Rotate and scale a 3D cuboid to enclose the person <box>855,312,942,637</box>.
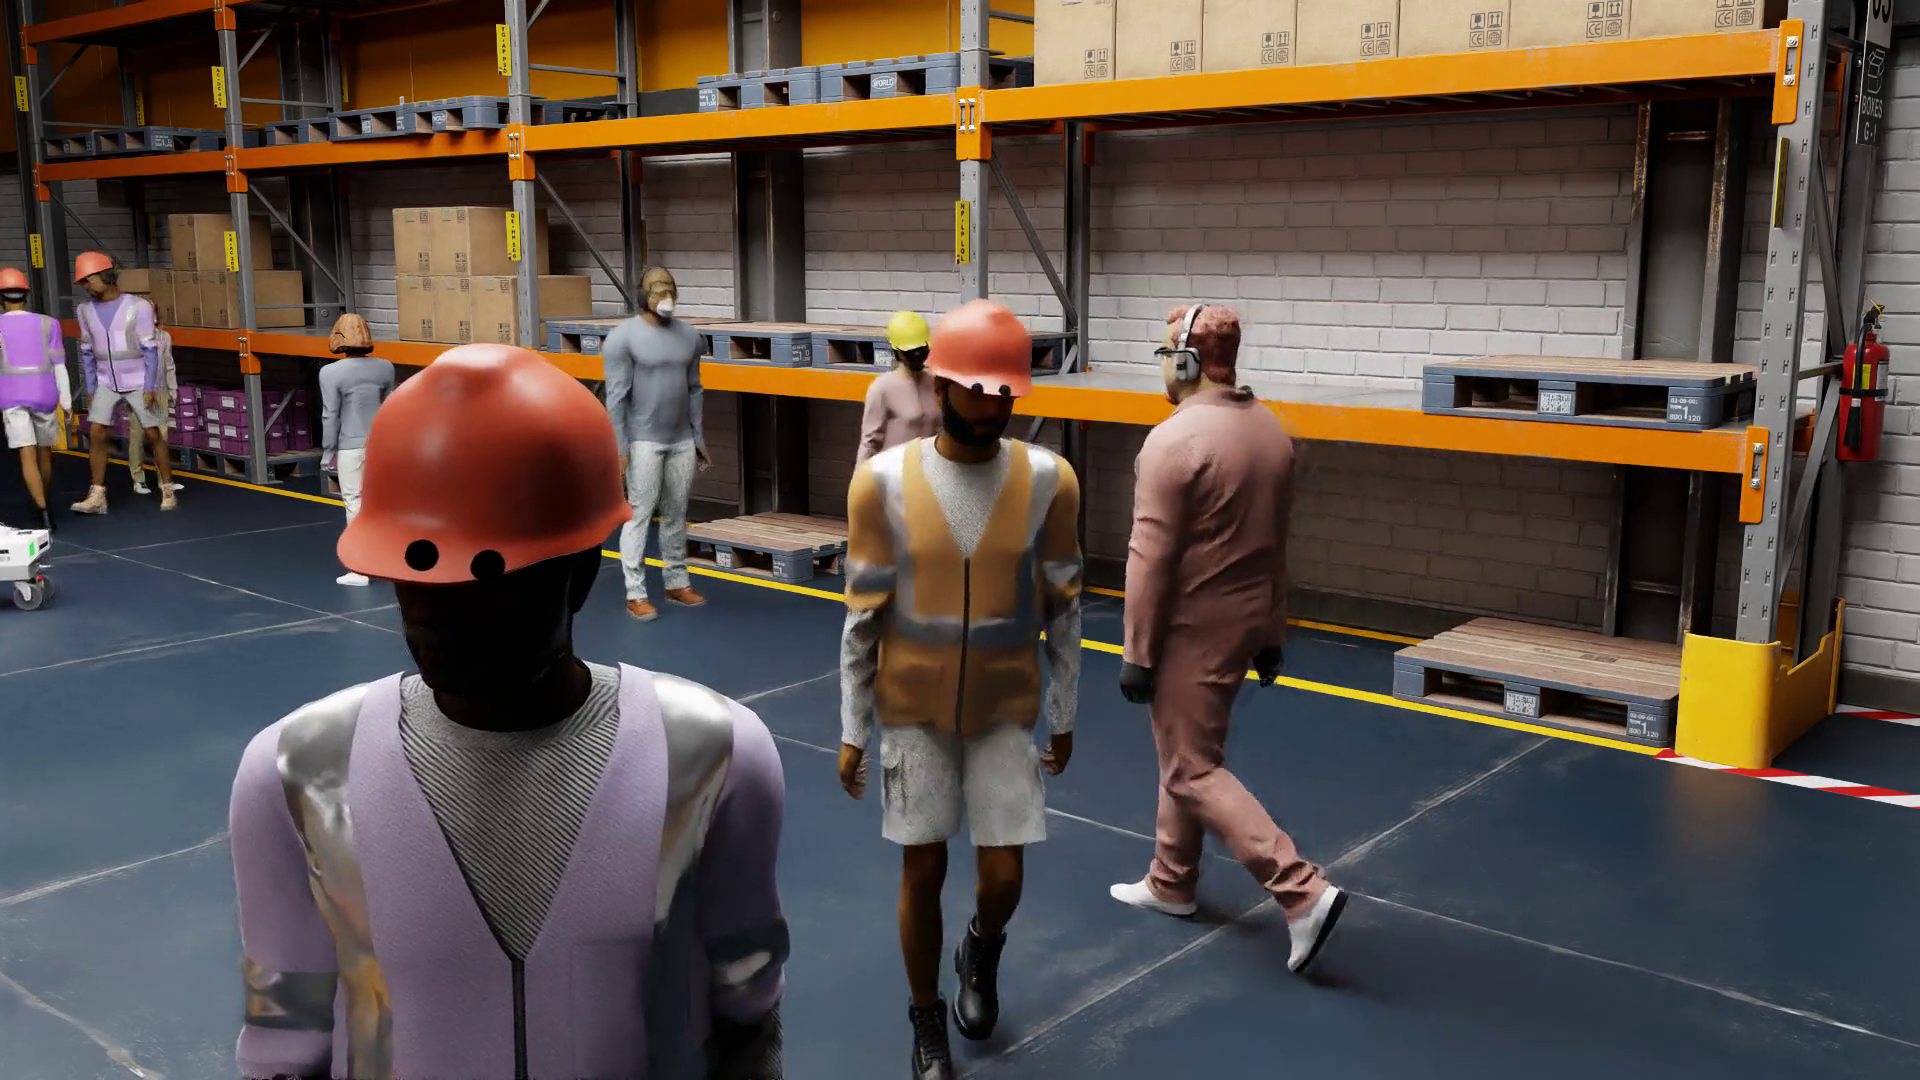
[{"bbox_3d":[-0.297,-0.281,8.316,0.632,1.721,0.585,8,12,37],"label":"person"}]

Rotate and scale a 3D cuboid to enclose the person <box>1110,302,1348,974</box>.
[{"bbox_3d":[0.757,0.272,4.727,0.820,1.884,0.640,8,13,38],"label":"person"}]

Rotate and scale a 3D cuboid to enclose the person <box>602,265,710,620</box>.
[{"bbox_3d":[-1.666,-0.547,9.202,0.371,1.938,0.637,9,13,40],"label":"person"}]

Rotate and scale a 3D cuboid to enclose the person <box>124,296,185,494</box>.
[{"bbox_3d":[-6.723,-1.199,13.792,0.277,1.628,0.500,6,12,32],"label":"person"}]

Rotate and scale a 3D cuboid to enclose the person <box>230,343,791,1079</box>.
[{"bbox_3d":[-0.436,0.767,1.720,0.547,1.934,0.376,-2,10,-14],"label":"person"}]

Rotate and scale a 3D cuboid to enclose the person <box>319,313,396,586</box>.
[{"bbox_3d":[-3.607,-0.539,10.013,0.278,1.632,0.498,8,13,38],"label":"person"}]

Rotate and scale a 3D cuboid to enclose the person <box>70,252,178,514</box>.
[{"bbox_3d":[-6.388,-1.172,12.615,0.648,1.989,0.733,0,10,2],"label":"person"}]

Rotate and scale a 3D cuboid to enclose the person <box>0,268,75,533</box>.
[{"bbox_3d":[-6.719,-1.003,11.964,0.561,1.867,1.033,-8,12,-37],"label":"person"}]

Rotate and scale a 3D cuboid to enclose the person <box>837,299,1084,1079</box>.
[{"bbox_3d":[-0.002,0.391,3.926,0.582,1.911,0.509,-1,10,-3],"label":"person"}]

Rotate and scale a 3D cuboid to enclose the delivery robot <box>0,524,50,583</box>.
[{"bbox_3d":[-5.514,0.074,9.319,0.707,0.478,0.477,-3,10,-14],"label":"delivery robot"}]
